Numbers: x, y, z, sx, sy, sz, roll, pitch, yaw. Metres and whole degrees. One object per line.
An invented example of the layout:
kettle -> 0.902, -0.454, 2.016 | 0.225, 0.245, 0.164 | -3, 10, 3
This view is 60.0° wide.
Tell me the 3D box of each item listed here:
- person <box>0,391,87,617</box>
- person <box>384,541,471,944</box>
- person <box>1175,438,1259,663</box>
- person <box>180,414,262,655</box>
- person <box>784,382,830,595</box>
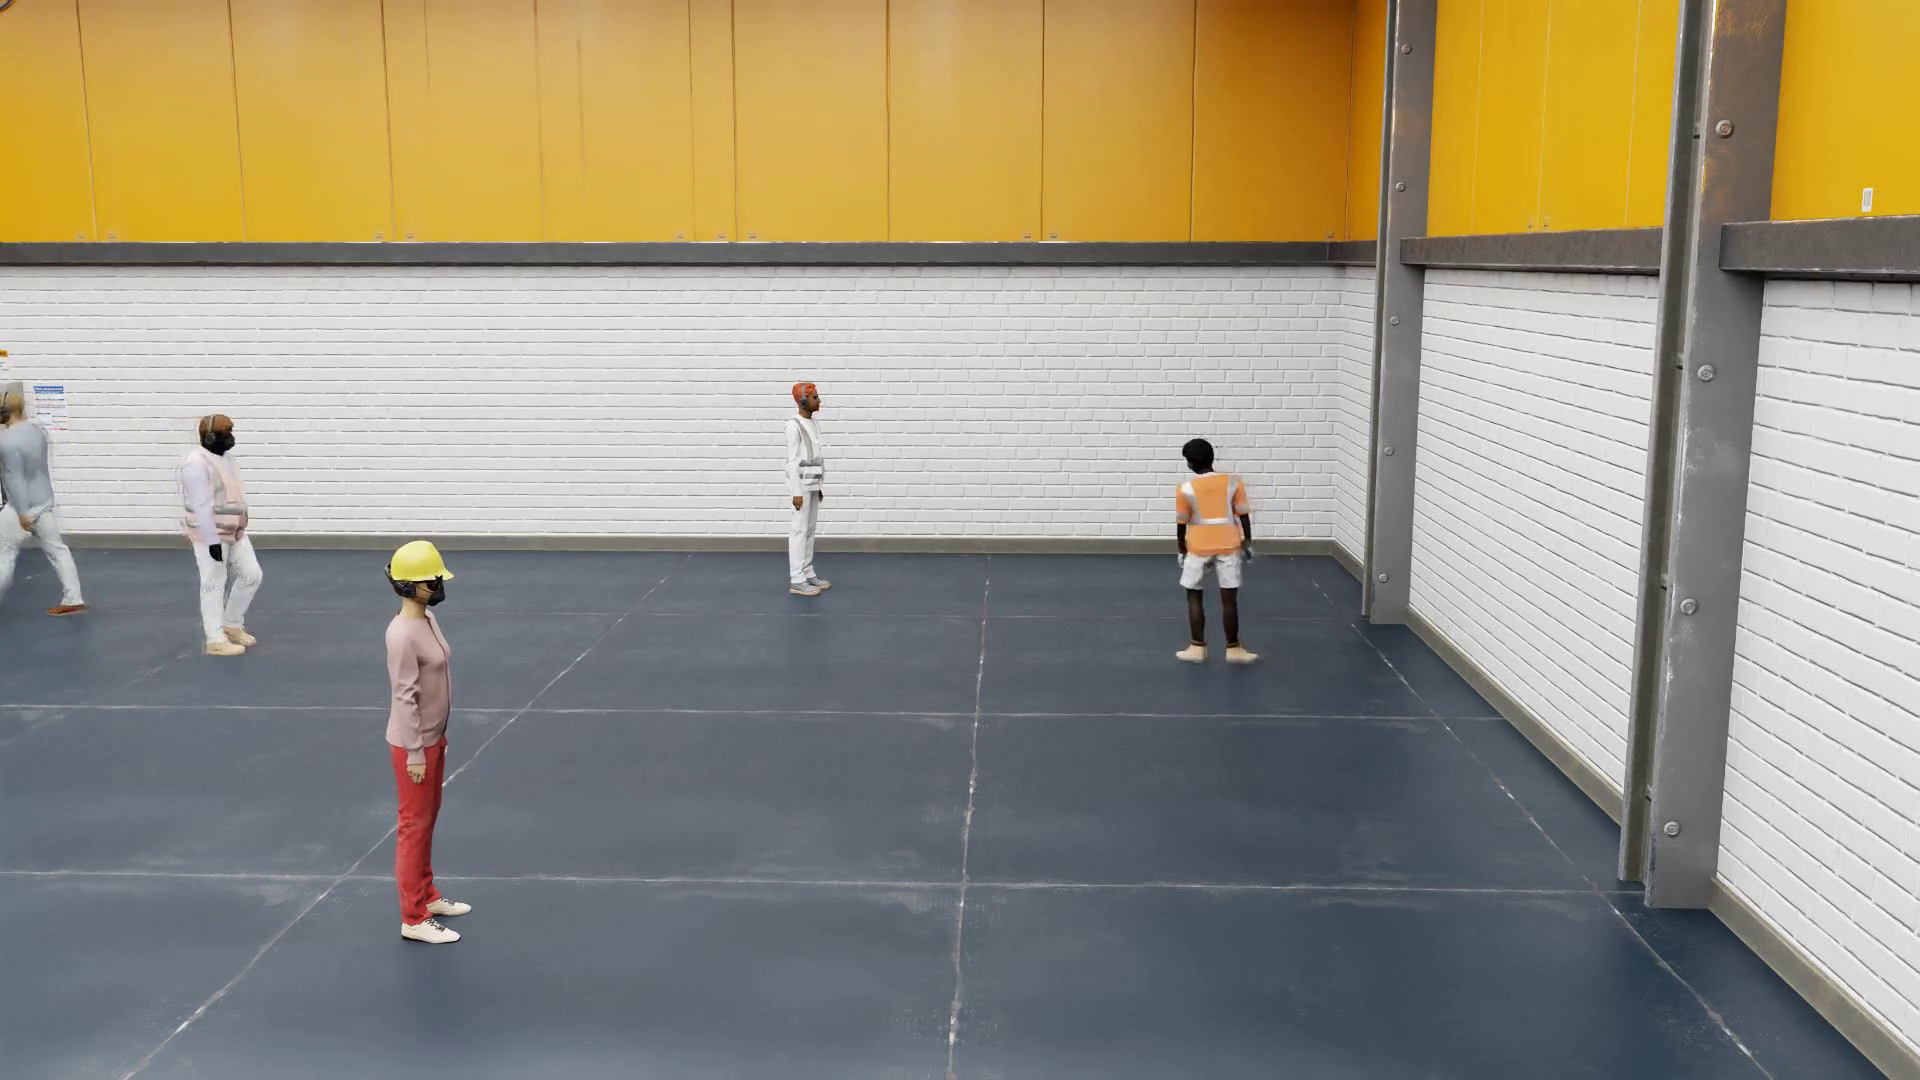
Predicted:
person -> -7.765, -0.280, 13.710 | 0.990, 1.889, 0.639 | 0, 10, 0
person -> -2.349, 0.876, 7.315 | 0.311, 1.768, 0.532 | -1, 10, -7
person -> 1.911, 0.086, 12.237 | 0.661, 1.670, 0.321 | 0, 10, 2
person -> -5.533, -0.033, 12.454 | 0.464, 1.827, 0.637 | 1, 10, 5
person -> -1.366, -0.460, 14.804 | 0.349, 1.879, 0.584 | 2, 10, 14
